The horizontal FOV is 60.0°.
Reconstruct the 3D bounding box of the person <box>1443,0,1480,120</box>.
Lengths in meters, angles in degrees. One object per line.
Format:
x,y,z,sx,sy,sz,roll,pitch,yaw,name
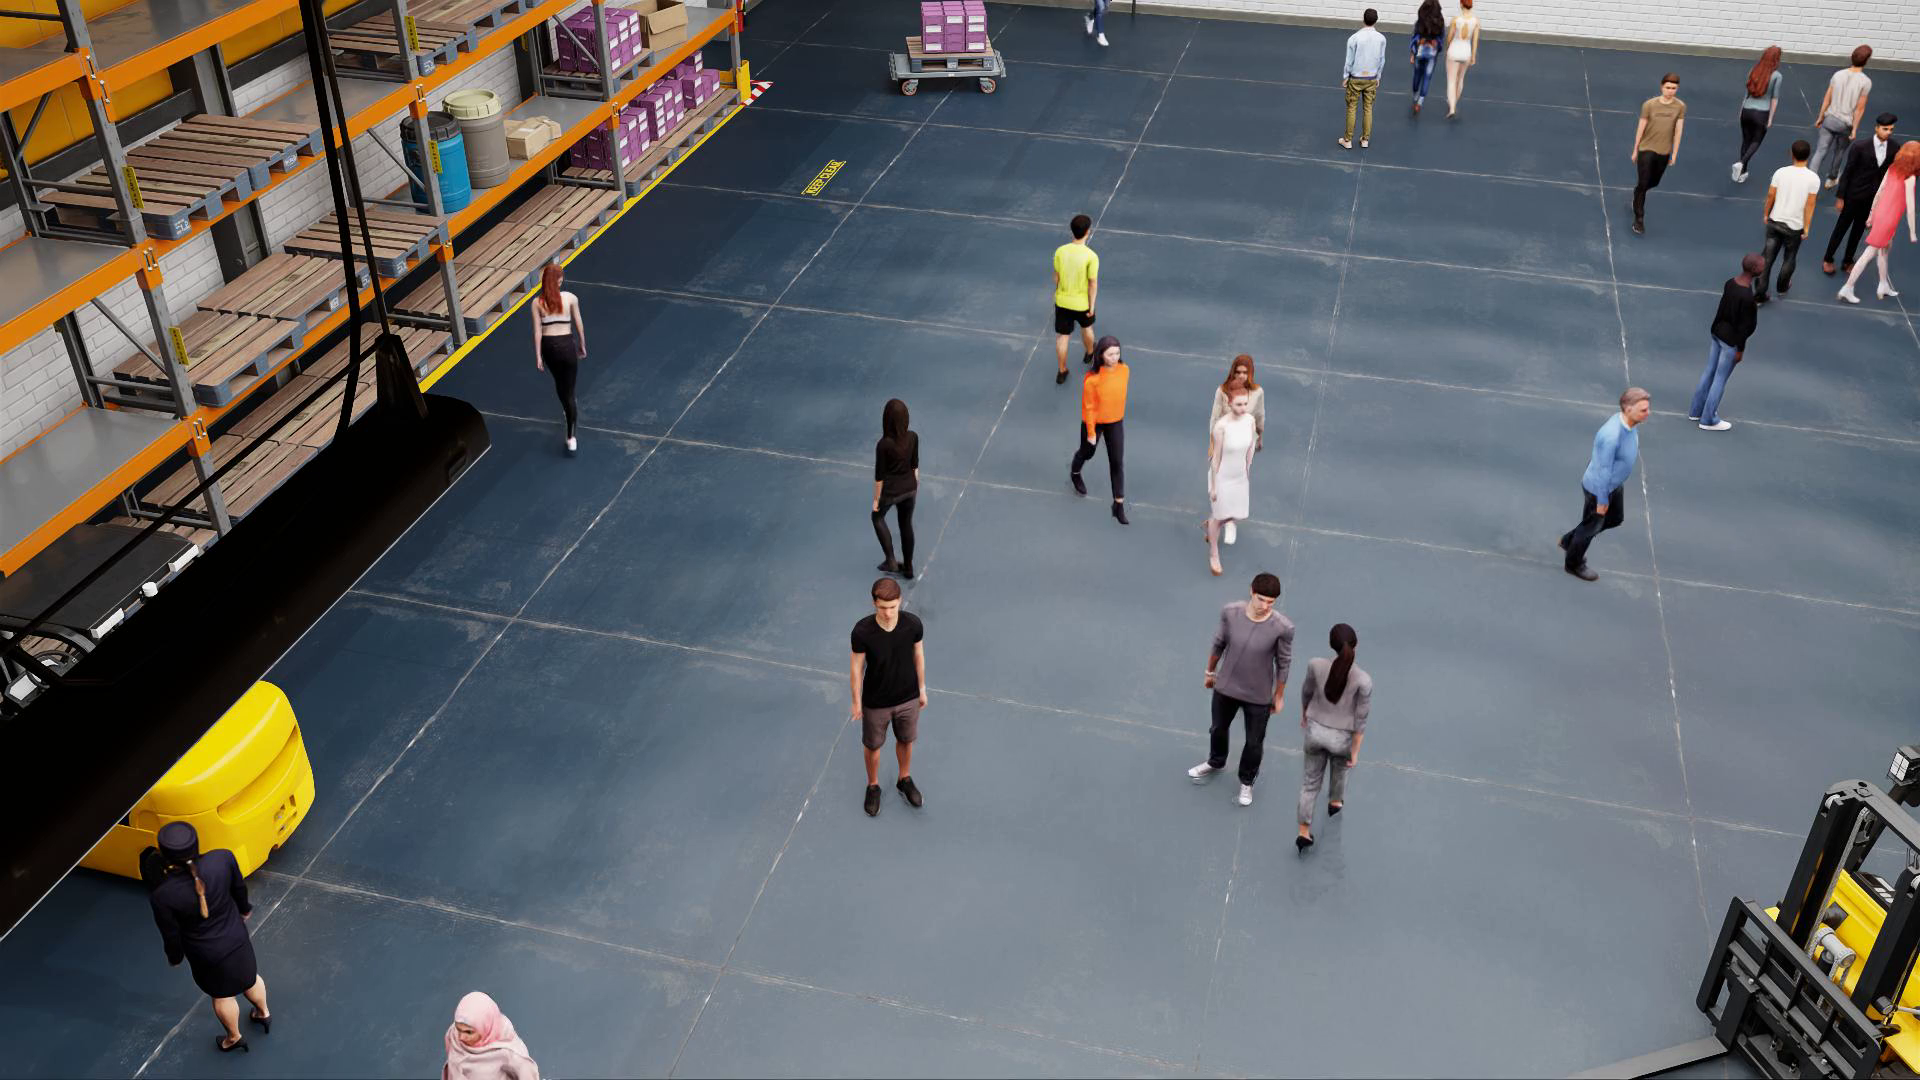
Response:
6.861,-6.606,22.851,0.728,1.612,1.038,-3,34,-4,person

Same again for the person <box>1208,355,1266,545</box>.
2.350,-0.890,14.192,0.704,1.678,1.161,5,34,7,person

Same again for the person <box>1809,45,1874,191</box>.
10.687,-5.061,20.304,1.037,1.857,1.287,27,42,34,person

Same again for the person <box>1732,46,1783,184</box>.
9.863,-5.247,20.702,1.009,1.728,0.842,-29,43,-36,person

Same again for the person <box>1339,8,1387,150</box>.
5.286,-6.063,21.855,0.743,1.811,0.689,-3,34,-5,person

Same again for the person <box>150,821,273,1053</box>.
-4.240,2.269,9.445,0.836,1.671,0.692,21,39,28,person

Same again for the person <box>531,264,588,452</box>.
-3.676,-1.646,15.303,0.929,1.706,1.209,-9,35,-13,person

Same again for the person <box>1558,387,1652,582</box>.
5.140,-0.492,13.493,0.894,1.788,0.808,25,41,32,person

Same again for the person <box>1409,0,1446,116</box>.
6.430,-6.644,22.928,0.646,1.589,1.019,11,35,17,person

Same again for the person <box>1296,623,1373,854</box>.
2.392,1.356,10.855,0.750,1.631,0.964,20,39,28,person

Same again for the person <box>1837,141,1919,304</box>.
9.803,-3.374,17.824,0.842,1.794,0.915,2,34,3,person

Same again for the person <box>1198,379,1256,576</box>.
2.127,-0.526,13.549,0.786,1.783,0.858,-14,36,-20,person

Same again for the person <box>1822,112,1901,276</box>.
10.020,-3.851,18.467,0.735,1.877,0.651,1,34,1,person

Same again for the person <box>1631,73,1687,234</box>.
8.195,-4.615,19.658,0.766,1.829,1.166,4,34,6,person

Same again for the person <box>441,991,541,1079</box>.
-2.297,2.876,8.419,0.681,1.797,0.650,12,35,17,person

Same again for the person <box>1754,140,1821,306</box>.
8.796,-3.348,17.811,0.919,1.765,1.060,27,42,34,person

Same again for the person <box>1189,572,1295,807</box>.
1.913,0.960,11.256,0.808,1.847,0.676,22,39,29,person

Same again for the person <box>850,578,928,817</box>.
-0.466,1.017,11.158,0.770,1.861,0.762,-9,35,-13,person

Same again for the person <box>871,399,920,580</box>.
-0.469,-0.359,13.434,0.704,1.632,0.771,-19,38,-26,person

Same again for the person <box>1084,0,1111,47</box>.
2.144,-8.649,25.725,1.115,1.833,1.204,-15,36,-21,person

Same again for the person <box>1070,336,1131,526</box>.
1.181,-1.013,14.357,1.060,1.699,1.163,-16,37,-23,person

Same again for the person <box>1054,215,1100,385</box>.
1.098,-2.330,16.358,0.652,1.677,0.974,10,35,15,person

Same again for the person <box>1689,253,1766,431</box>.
7.201,-1.875,15.609,0.721,1.749,0.586,-3,34,-4,person
